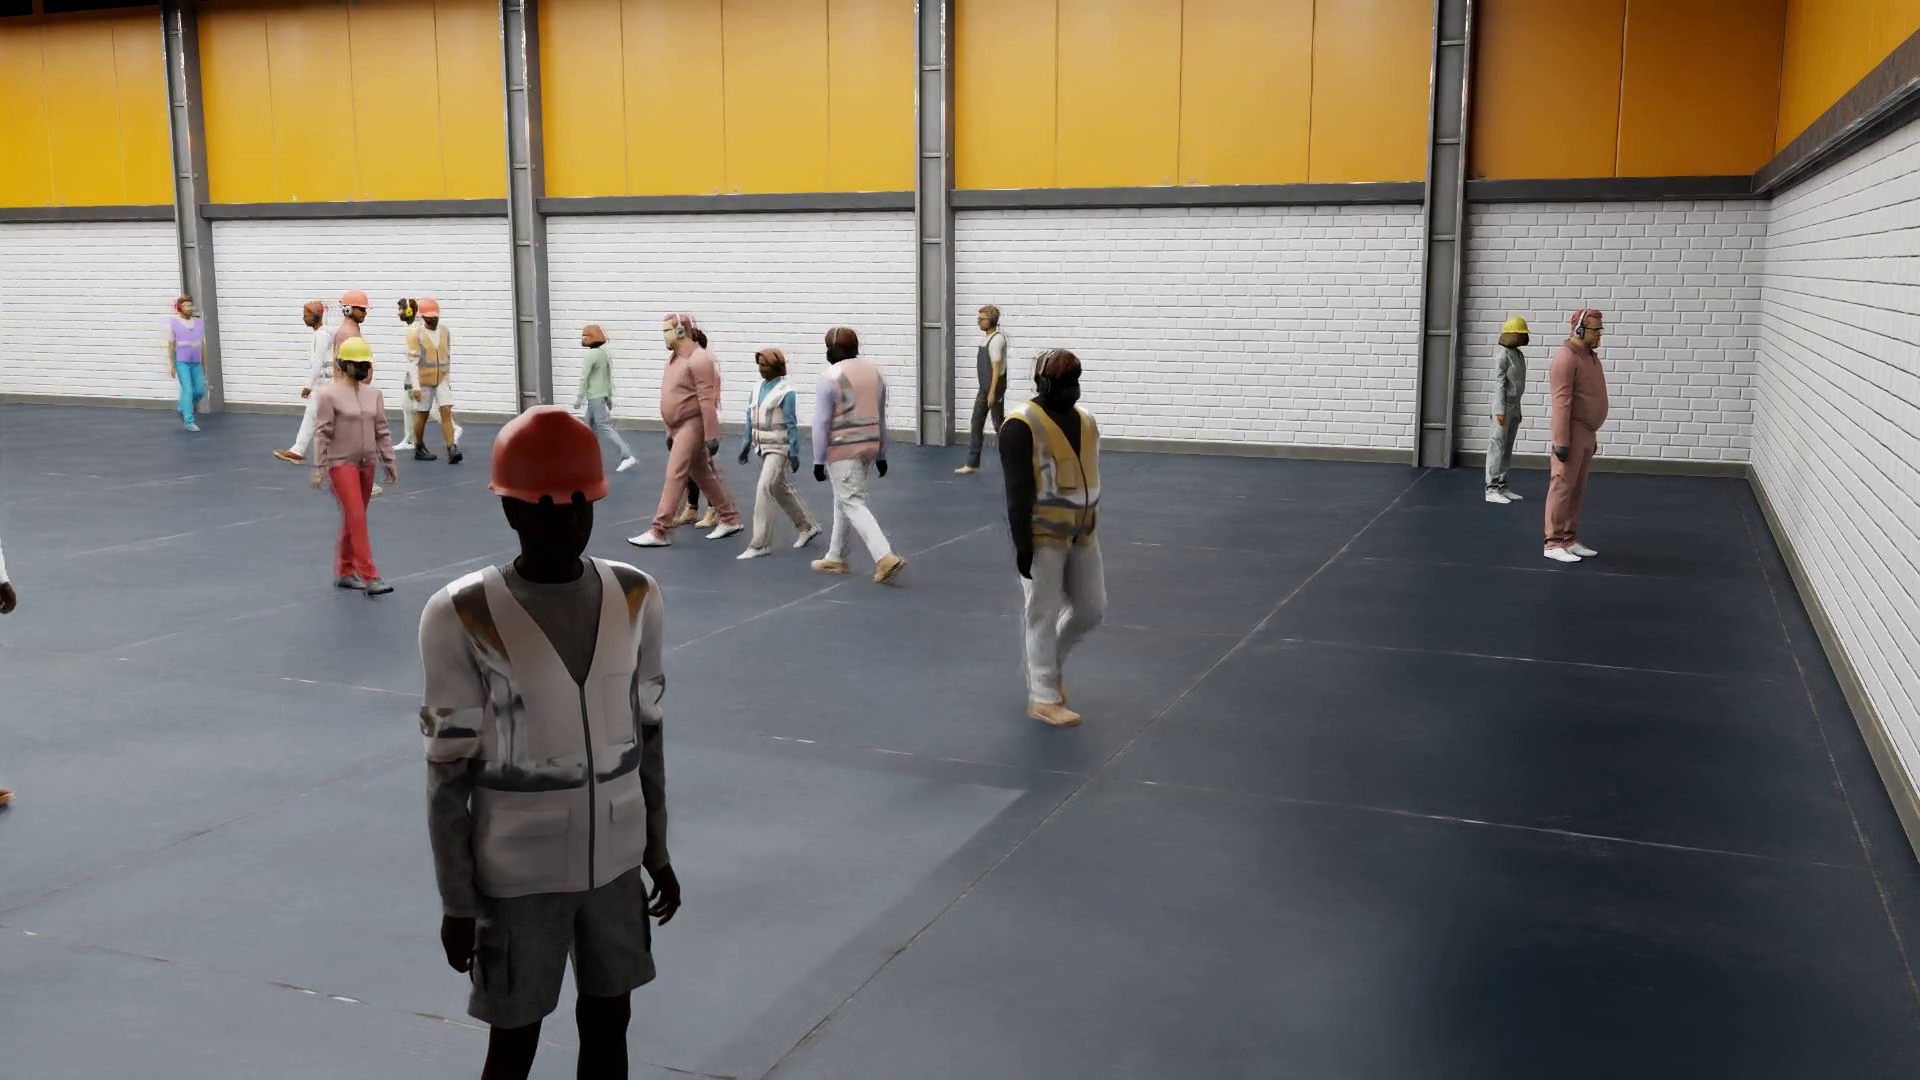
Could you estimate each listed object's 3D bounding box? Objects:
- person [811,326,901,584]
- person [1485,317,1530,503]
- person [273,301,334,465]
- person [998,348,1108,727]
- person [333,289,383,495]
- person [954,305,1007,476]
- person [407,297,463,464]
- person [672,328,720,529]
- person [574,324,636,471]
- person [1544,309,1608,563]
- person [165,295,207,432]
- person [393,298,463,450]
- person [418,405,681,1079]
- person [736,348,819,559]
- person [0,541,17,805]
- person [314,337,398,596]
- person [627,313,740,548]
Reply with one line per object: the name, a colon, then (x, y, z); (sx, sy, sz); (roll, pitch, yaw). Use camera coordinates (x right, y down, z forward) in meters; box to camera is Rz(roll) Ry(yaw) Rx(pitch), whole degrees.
person: (-0.727, -0.602, 11.727); (0.928, 1.804, 0.652); (7, 12, 36)
person: (5.178, -1.224, 15.657); (0.309, 1.744, 0.485); (8, 12, 41)
person: (-7.094, -1.731, 18.493); (1.031, 1.824, 0.563); (-5, 11, -29)
person: (0.457, -0.008, 8.039); (0.629, 1.828, 0.438); (-8, 12, -39)
person: (-5.877, -1.433, 16.182); (0.392, 1.990, 0.611); (-4, 10, -23)
person: (0.387, -1.585, 17.641); (0.861, 1.823, 0.516); (-4, 10, -22)
person: (-5.910, -1.783, 18.684); (0.984, 1.861, 0.611); (8, 13, 42)
person: (-2.242, -0.946, 14.114); (0.533, 1.697, 0.318); (8, 13, 42)
person: (-3.896, -1.537, 18.012); (0.838, 1.594, 0.508); (1, 9, 8)
person: (4.662, -0.787, 12.546); (0.404, 1.900, 0.641); (7, 12, 37)
person: (-10.411, -2.367, 22.345); (0.543, 1.831, 0.569); (5, 11, 28)
person: (-6.475, -1.994, 20.046); (0.785, 1.843, 0.509); (-4, 10, -23)
person: (-0.841, 0.680, 3.533); (0.552, 1.937, 0.356); (-8, 12, -40)
person: (-1.410, -0.685, 12.849); (0.818, 1.610, 0.525); (-7, 12, -37)
person: (-4.350, 0.170, 6.930); (0.965, 1.845, 0.575); (4, 10, 23)
person: (-4.004, -0.486, 11.206); (0.826, 1.730, 0.548); (5, 11, 28)
person: (-2.195, -0.883, 13.296); (1.009, 1.849, 0.648); (-6, 11, -31)
